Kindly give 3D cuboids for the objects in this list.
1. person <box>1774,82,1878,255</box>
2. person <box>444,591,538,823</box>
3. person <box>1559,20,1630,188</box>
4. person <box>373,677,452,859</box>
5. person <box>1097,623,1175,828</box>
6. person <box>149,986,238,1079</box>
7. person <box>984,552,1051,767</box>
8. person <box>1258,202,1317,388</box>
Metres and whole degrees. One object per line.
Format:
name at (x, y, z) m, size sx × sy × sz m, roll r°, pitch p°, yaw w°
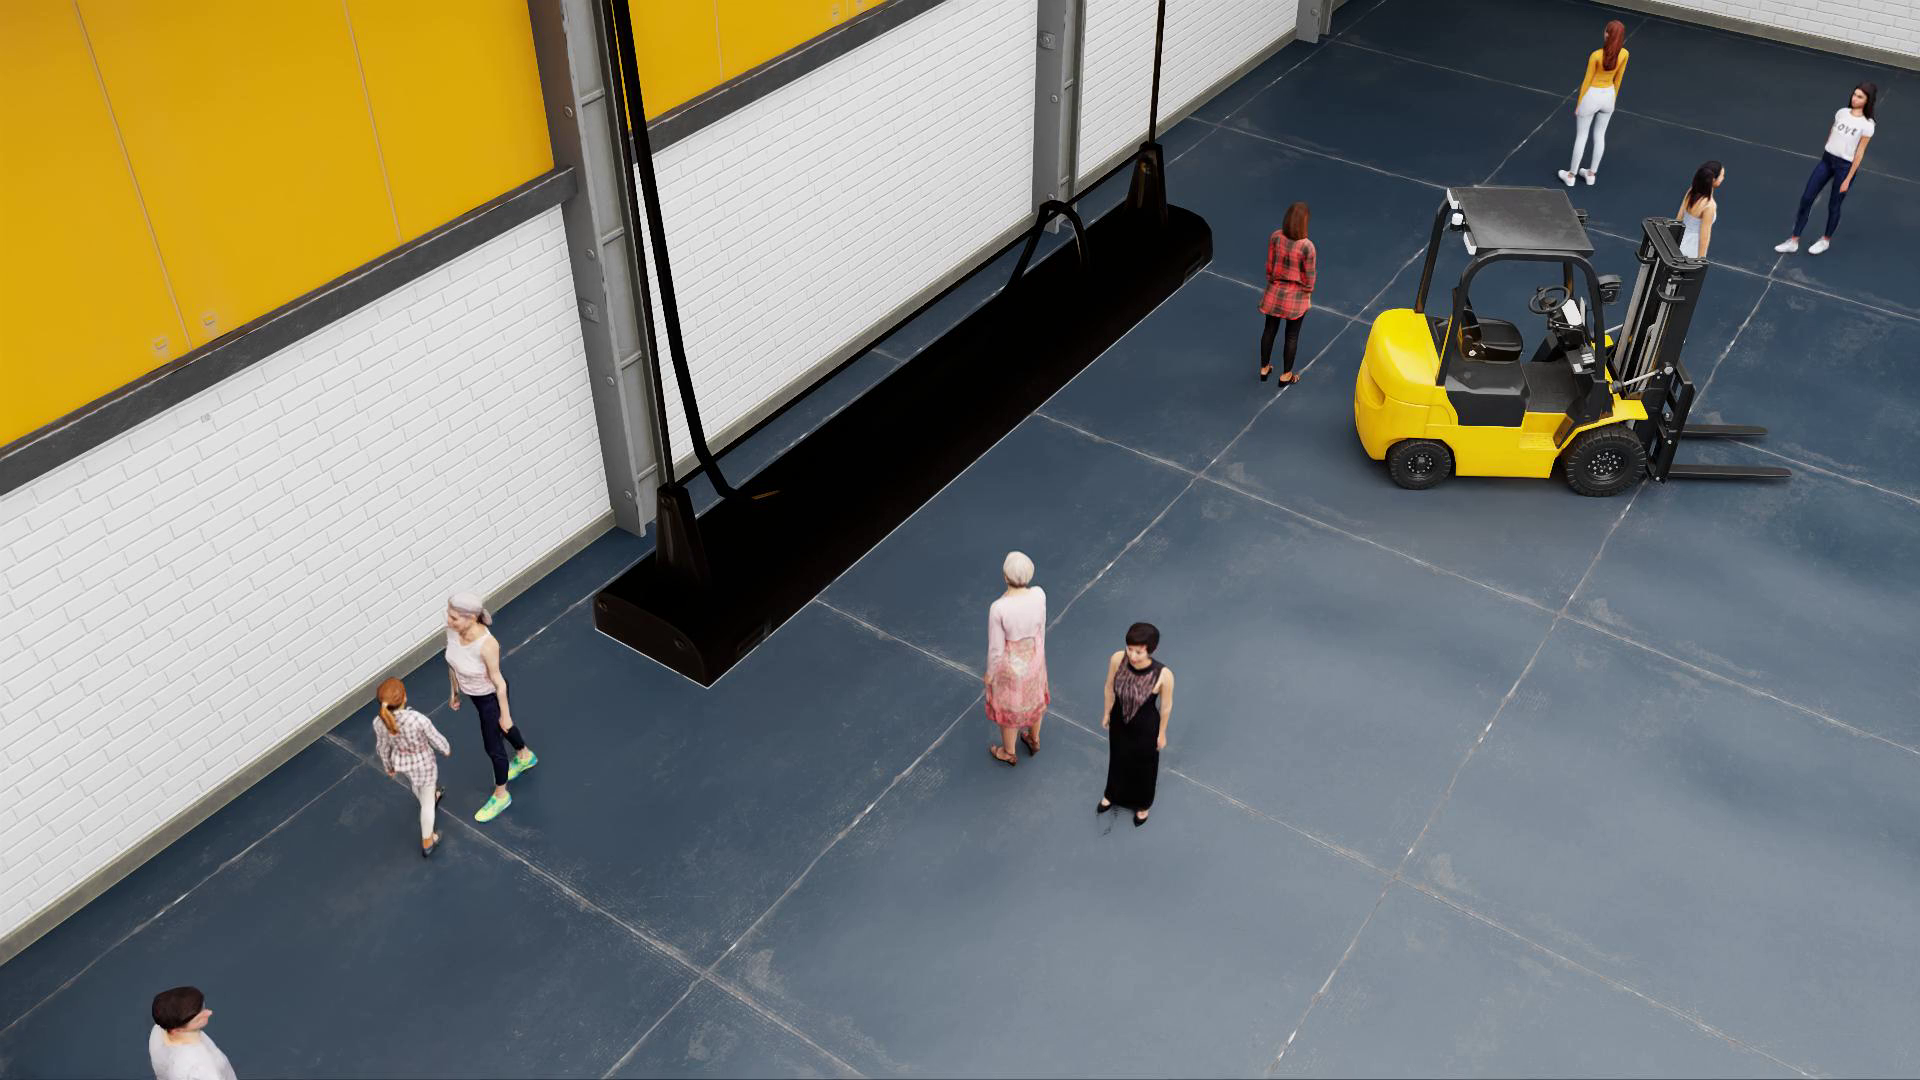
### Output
person at (8.463, -3.548, 15.929) m, size 0.976 × 1.754 × 0.853 m, roll -19°, pitch 42°, yaw -22°
person at (-2.913, 0.950, 10.340) m, size 0.668 × 1.699 × 0.844 m, roll 30°, pitch 48°, yaw 32°
person at (6.563, -4.489, 17.111) m, size 0.666 × 1.749 × 0.719 m, roll -5°, pitch 39°, yaw -6°
person at (-3.327, 1.393, 10.115) m, size 0.745 × 1.289 × 0.886 m, roll 4°, pitch 39°, yaw 5°
person at (1.086, 1.120, 10.206) m, size 0.602 × 1.602 × 0.550 m, roll 19°, pitch 42°, yaw 22°
person at (-3.605, 2.788, 7.907) m, size 0.687 × 1.864 × 0.681 m, roll 19°, pitch 42°, yaw 22°
person at (0.370, 0.773, 10.569) m, size 0.643 × 1.690 × 0.740 m, roll -20°, pitch 43°, yaw -23°
person at (2.780, -2.084, 14.138) m, size 0.620 × 1.702 × 0.564 m, roll 27°, pitch 46°, yaw 30°
